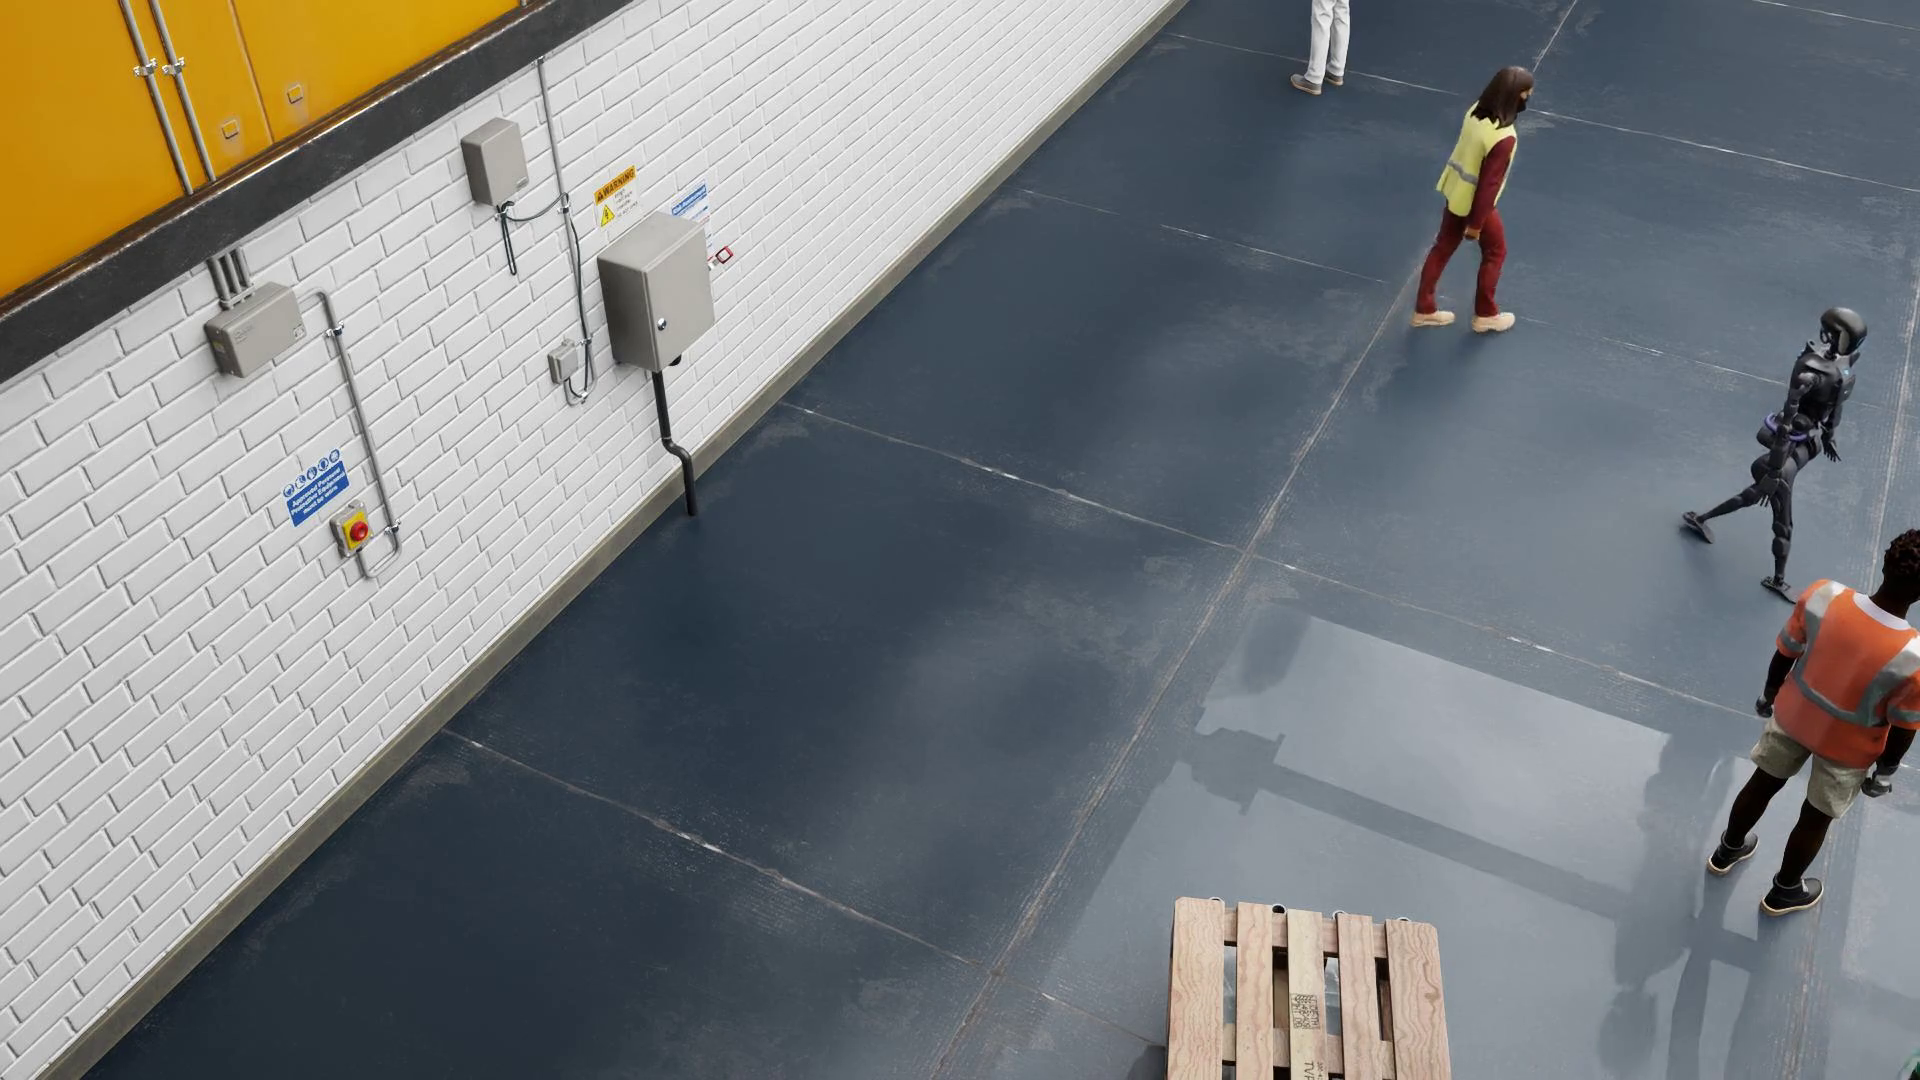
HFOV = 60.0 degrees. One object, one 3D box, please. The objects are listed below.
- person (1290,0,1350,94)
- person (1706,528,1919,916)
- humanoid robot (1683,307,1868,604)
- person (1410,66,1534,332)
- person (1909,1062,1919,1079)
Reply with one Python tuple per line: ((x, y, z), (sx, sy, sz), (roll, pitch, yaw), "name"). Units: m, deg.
((2.849, -4.328, 12.630), (0.565, 1.878, 0.353), (-32, 50, -32), "person")
((3.497, 0.742, 6.679), (0.362, 1.963, 0.612), (-23, 46, -24), "person")
((4.190, -0.484, 8.369), (0.589, 1.635, 0.791), (-29, 48, -29), "humanoid robot")
((3.209, -2.054, 10.090), (0.749, 1.741, 0.485), (-9, 42, -11), "person")
((4.070, 1.478, 5.942), (0.742, 1.819, 0.542), (10, 42, 12), "person")
